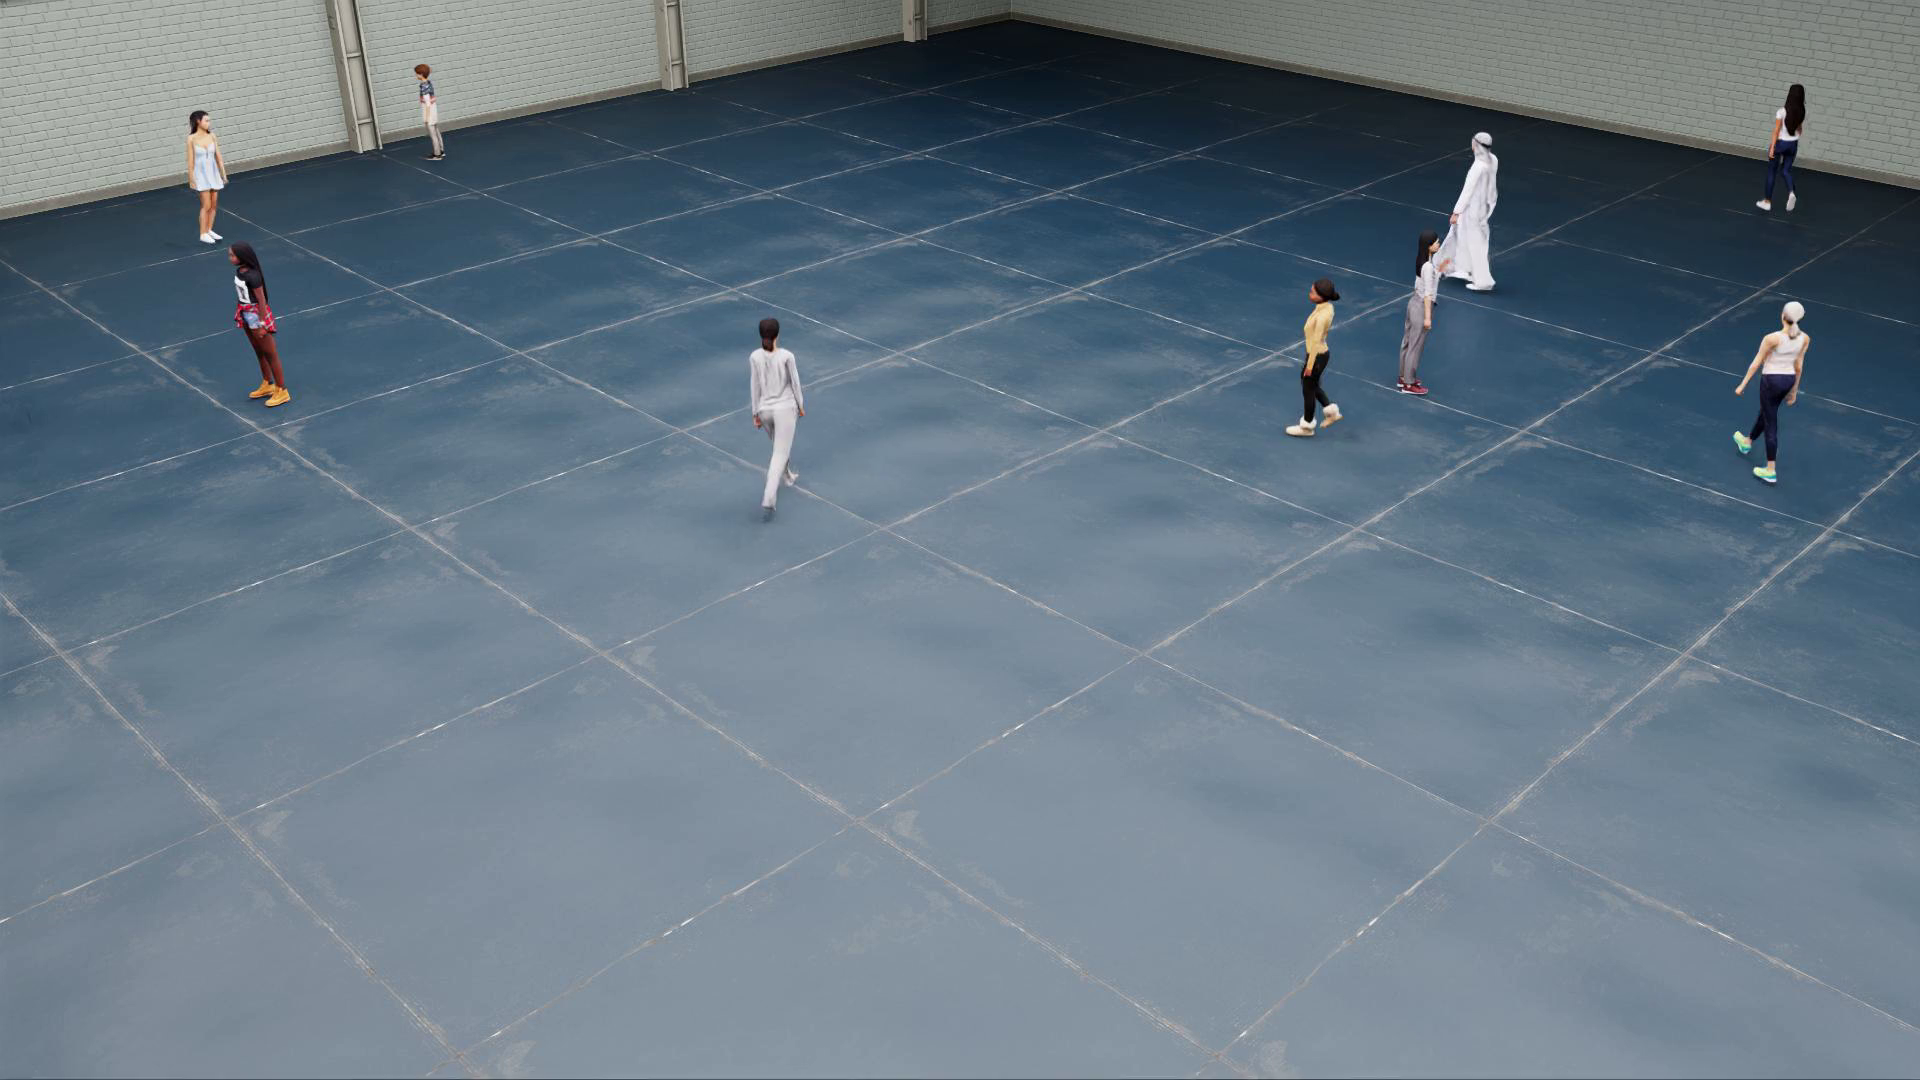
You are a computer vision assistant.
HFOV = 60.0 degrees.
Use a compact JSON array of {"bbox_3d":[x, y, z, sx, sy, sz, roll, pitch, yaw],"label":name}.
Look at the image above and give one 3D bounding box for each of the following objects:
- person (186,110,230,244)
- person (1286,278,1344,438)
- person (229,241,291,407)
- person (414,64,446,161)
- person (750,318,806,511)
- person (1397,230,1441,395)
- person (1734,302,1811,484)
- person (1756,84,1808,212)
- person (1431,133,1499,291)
[{"bbox_3d":[-9.952,-4.757,21.822,0.800,1.703,0.643,22,35,36],"label":"person"},{"bbox_3d":[3.559,-1.771,16.267,0.836,1.653,0.814,10,30,18],"label":"person"},{"bbox_3d":[-7.208,-2.236,17.065,0.573,1.726,0.596,-25,37,-38],"label":"person"},{"bbox_3d":[-8.136,-6.576,25.517,0.637,1.440,0.580,-1,28,-1],"label":"person"},{"bbox_3d":[-1.666,-1.094,14.912,0.932,1.733,1.185,8,29,15],"label":"person"},{"bbox_3d":[4.783,-2.385,17.338,0.737,1.732,0.665,2,28,3],"label":"person"},{"bbox_3d":[7.617,-1.343,15.448,1.108,1.668,1.078,-5,28,-10],"label":"person"},{"bbox_3d":[11.403,-5.355,22.886,0.966,1.759,0.984,-4,28,-7],"label":"person"},{"bbox_3d":[6.292,-3.913,20.043,0.965,1.886,1.230,15,32,27],"label":"person"}]
